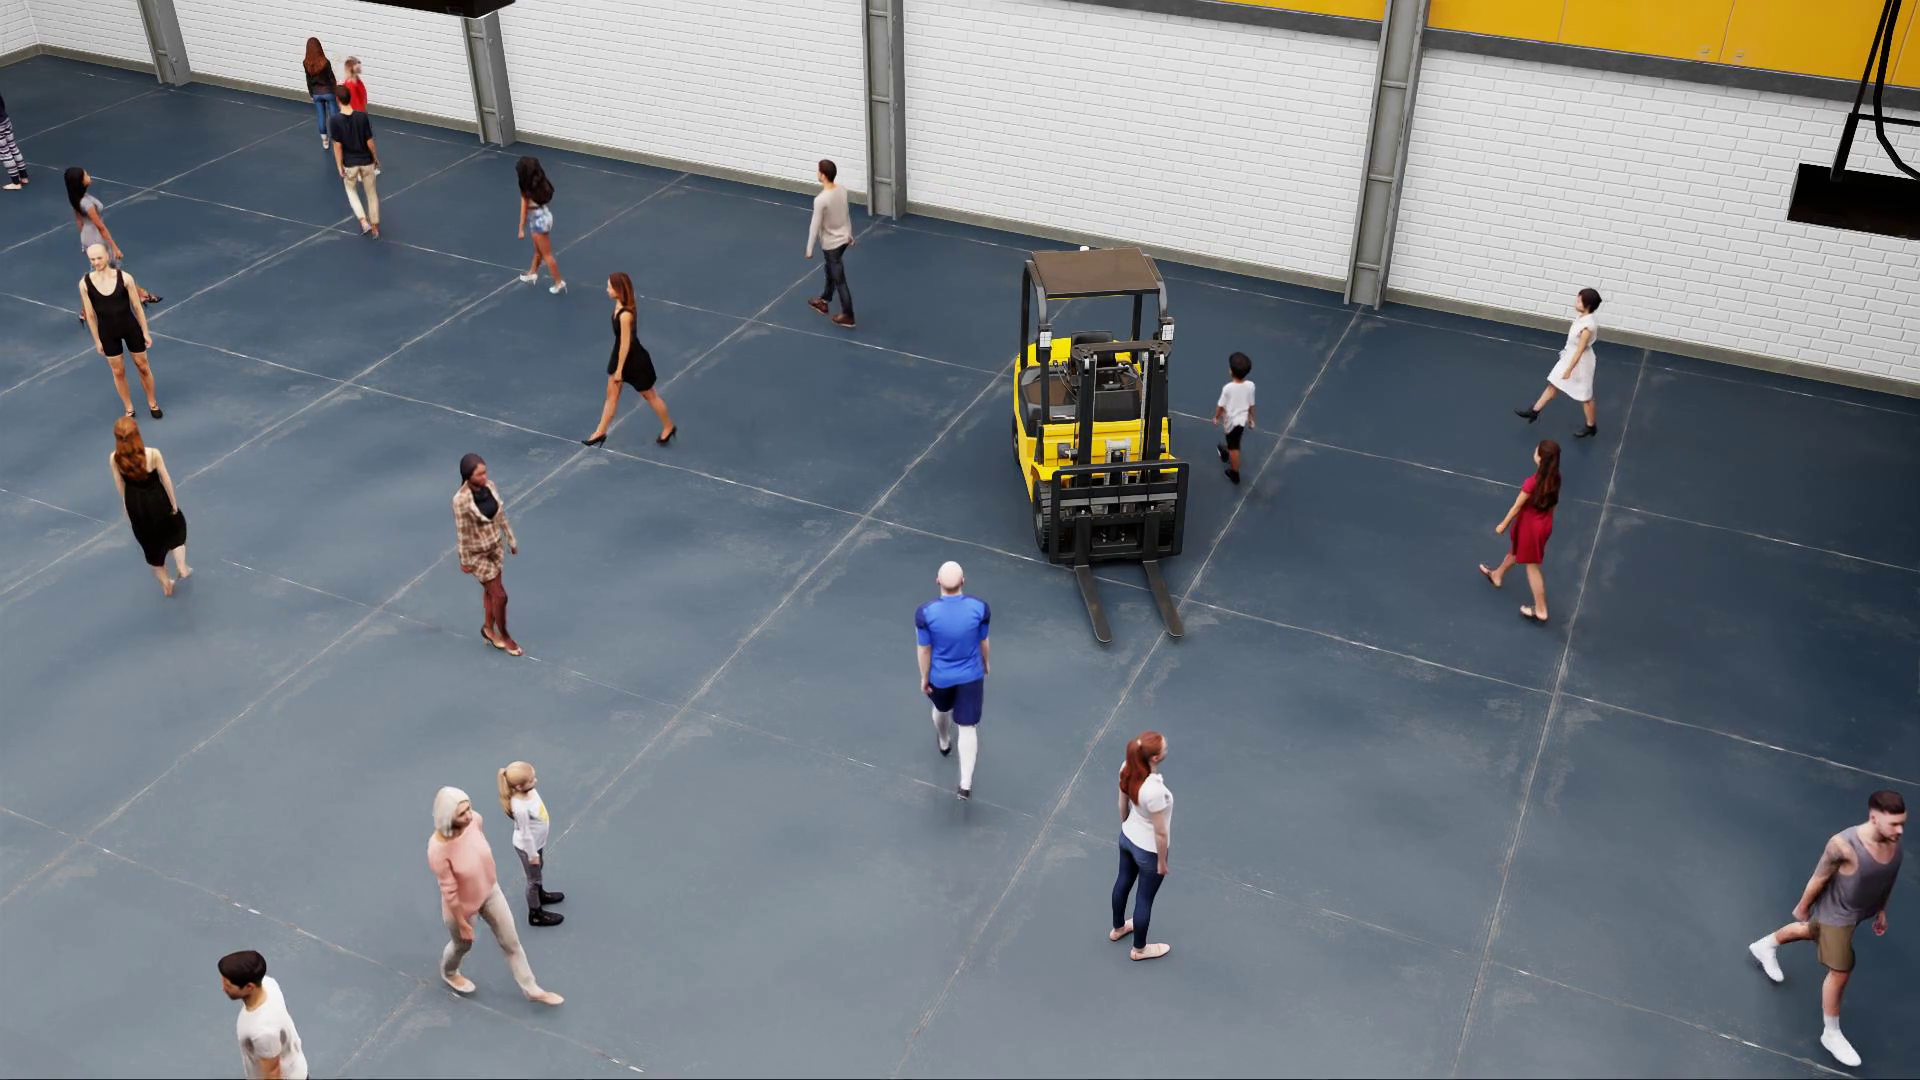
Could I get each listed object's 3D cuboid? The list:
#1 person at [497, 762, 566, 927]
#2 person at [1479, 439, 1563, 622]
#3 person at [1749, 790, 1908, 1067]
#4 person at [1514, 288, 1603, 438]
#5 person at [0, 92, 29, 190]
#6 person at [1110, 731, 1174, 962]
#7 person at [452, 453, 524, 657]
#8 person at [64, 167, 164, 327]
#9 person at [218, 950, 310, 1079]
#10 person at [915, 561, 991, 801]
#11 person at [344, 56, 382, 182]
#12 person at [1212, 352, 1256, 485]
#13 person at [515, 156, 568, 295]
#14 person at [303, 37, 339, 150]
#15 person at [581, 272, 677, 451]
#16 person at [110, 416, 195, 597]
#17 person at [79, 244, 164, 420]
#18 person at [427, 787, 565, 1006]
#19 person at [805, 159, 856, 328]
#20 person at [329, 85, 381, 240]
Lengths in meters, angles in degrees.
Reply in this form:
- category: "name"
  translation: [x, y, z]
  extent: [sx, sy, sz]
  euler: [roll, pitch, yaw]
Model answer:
- category: "person"
  translation: [-2.742, 1.919, 10.579]
  extent: [0.607, 1.277, 0.564]
  euler: [-3, 34, -5]
- category: "person"
  translation: [4.634, -0.054, 13.332]
  extent: [0.920, 1.514, 1.105]
  euler: [-18, 38, -26]
- category: "person"
  translation: [5.150, 2.110, 9.832]
  extent: [1.141, 1.802, 1.228]
  euler: [-11, 35, -16]
- category: "person"
  translation: [5.934, -1.640, 15.720]
  extent: [1.037, 1.512, 0.677]
  euler: [8, 34, 12]
- category: "person"
  translation: [-12.187, -5.305, 21.035]
  extent: [0.623, 1.732, 0.664]
  euler: [4, 34, 6]
- category: "person"
  translation: [1.110, 1.874, 10.230]
  extent: [0.710, 1.739, 0.625]
  euler: [-18, 38, -25]
- category: "person"
  translation: [-3.736, 0.096, 12.870]
  extent: [0.653, 1.777, 0.607]
  euler: [16, 37, 23]
- category: "person"
  translation: [-9.246, -3.051, 17.652]
  extent: [0.951, 1.724, 1.133]
  euler: [-27, 42, -34]
- category: "person"
  translation: [-3.548, 2.808, 8.862]
  extent: [1.071, 1.697, 1.086]
  euler: [-17, 37, -24]
- category: "person"
  translation: [-0.025, 0.984, 11.506]
  extent: [1.224, 1.807, 1.087]
  euler: [-1, 34, -1]
- category: "person"
  translation: [-7.679, -5.332, 21.142]
  extent: [0.806, 1.660, 0.782]
  euler: [-13, 36, -19]
- category: "person"
  translation: [2.539, -1.084, 15.132]
  extent: [0.791, 1.237, 0.852]
  euler: [-11, 35, -16]
- category: "person"
  translation: [-4.575, -3.443, 18.355]
  extent: [0.890, 1.598, 0.669]
  euler: [9, 35, 14]
- category: "person"
  translation: [-8.538, -5.996, 22.302]
  extent: [0.556, 1.481, 0.681]
  euler: [0, 34, 0]
- category: "person"
  translation: [-2.945, -1.617, 15.434]
  extent: [1.166, 1.790, 1.079]
  euler: [-10, 35, -14]
- category: "person"
  translation: [-6.594, -0.232, 13.513]
  extent: [0.750, 1.611, 0.810]
  euler: [-12, 36, -18]
- category: "person"
  translation: [-8.067, -2.001, 15.990]
  extent: [0.703, 1.815, 0.748]
  euler: [-14, 36, -19]
- category: "person"
  translation: [-2.978, 2.127, 9.898]
  extent: [1.040, 1.683, 0.614]
  euler: [14, 36, 20]
- category: "person"
  translation: [-1.260, -3.109, 17.630]
  extent: [0.940, 1.844, 0.754]
  euler: [19, 38, 26]
- category: "person"
  translation: [-7.060, -4.394, 19.569]
  extent: [0.796, 1.838, 0.848]
  euler: [-16, 37, -23]
